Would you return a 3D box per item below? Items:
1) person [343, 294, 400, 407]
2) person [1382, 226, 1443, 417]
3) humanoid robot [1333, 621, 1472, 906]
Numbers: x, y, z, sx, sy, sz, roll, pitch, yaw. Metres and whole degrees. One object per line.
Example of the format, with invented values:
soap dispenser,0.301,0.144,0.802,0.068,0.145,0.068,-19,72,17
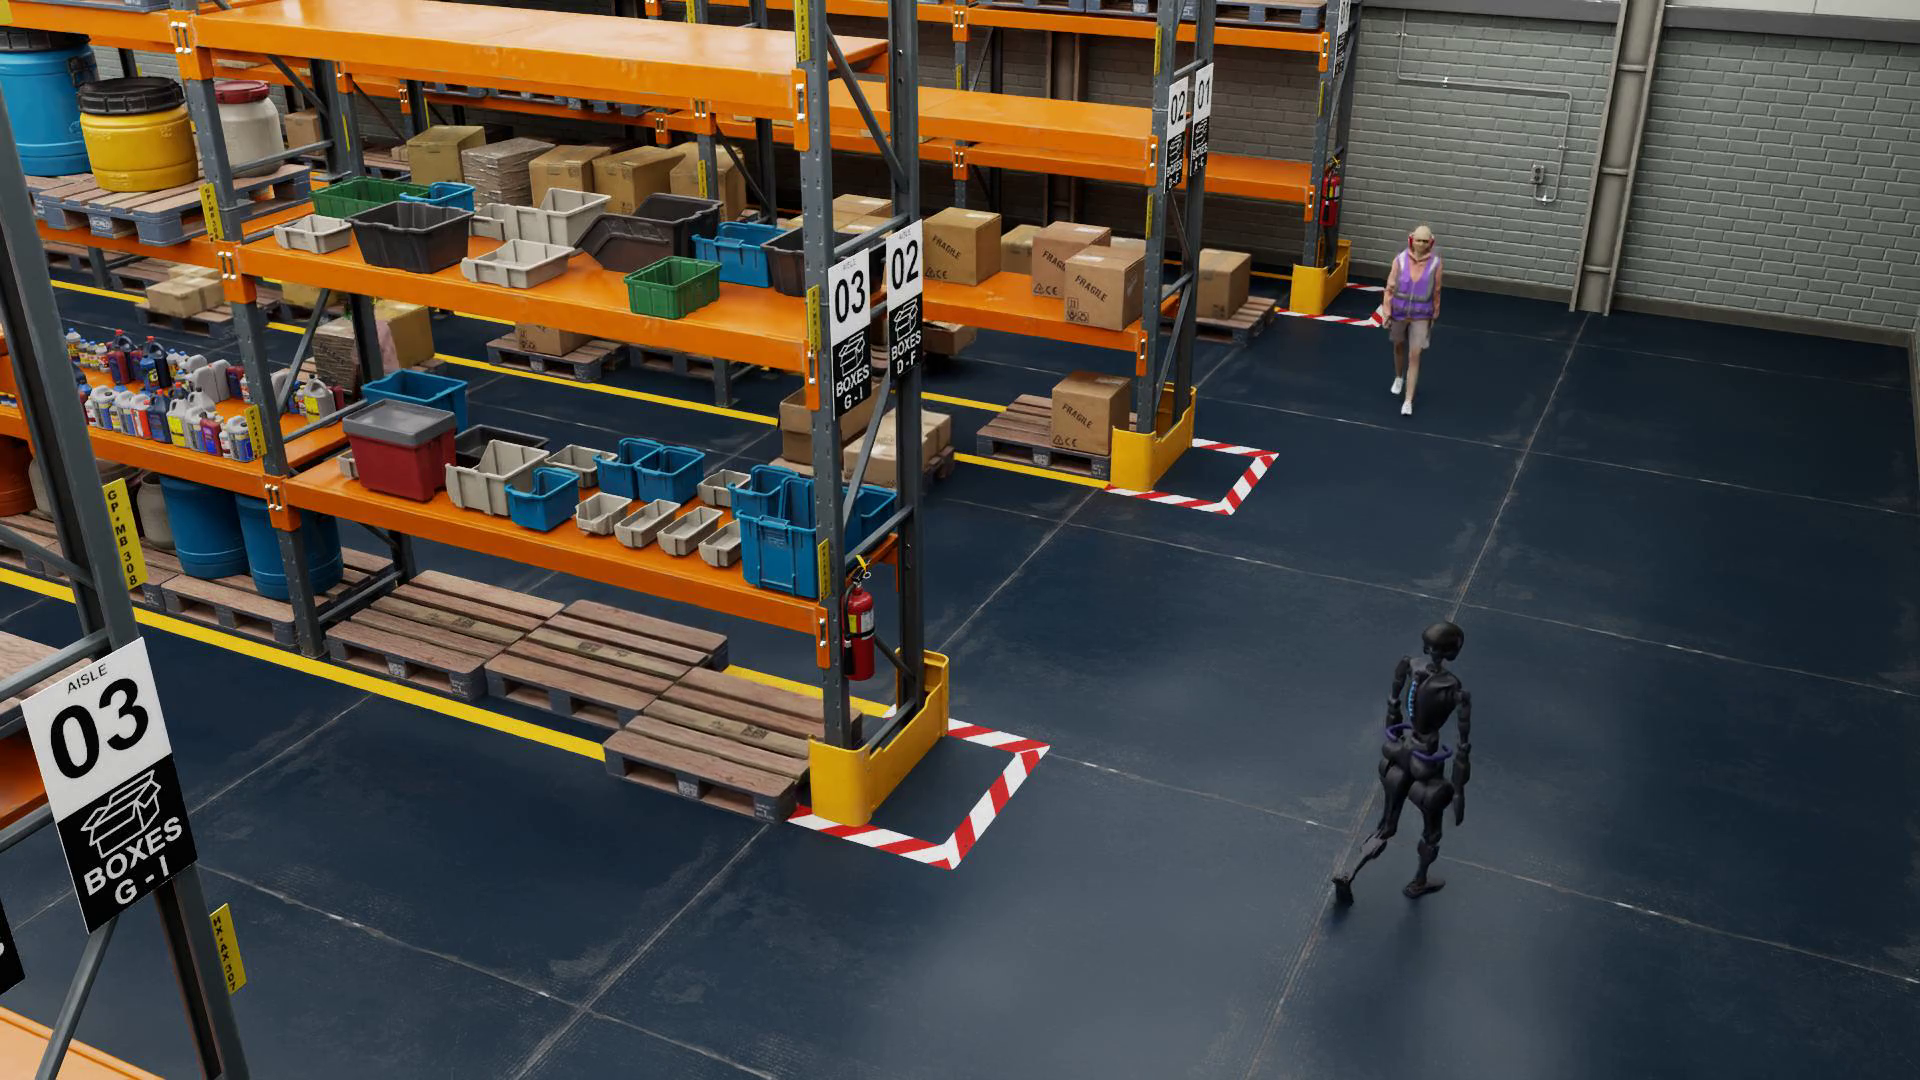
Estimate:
person,-4.574,-1.120,12.910,0.885,1.748,0.546,-2,26,-4
person,3.995,-1.980,14.751,0.474,1.642,0.916,10,28,19
humanoid robot,2.266,1.153,8.400,0.664,1.631,0.590,-15,30,-27
